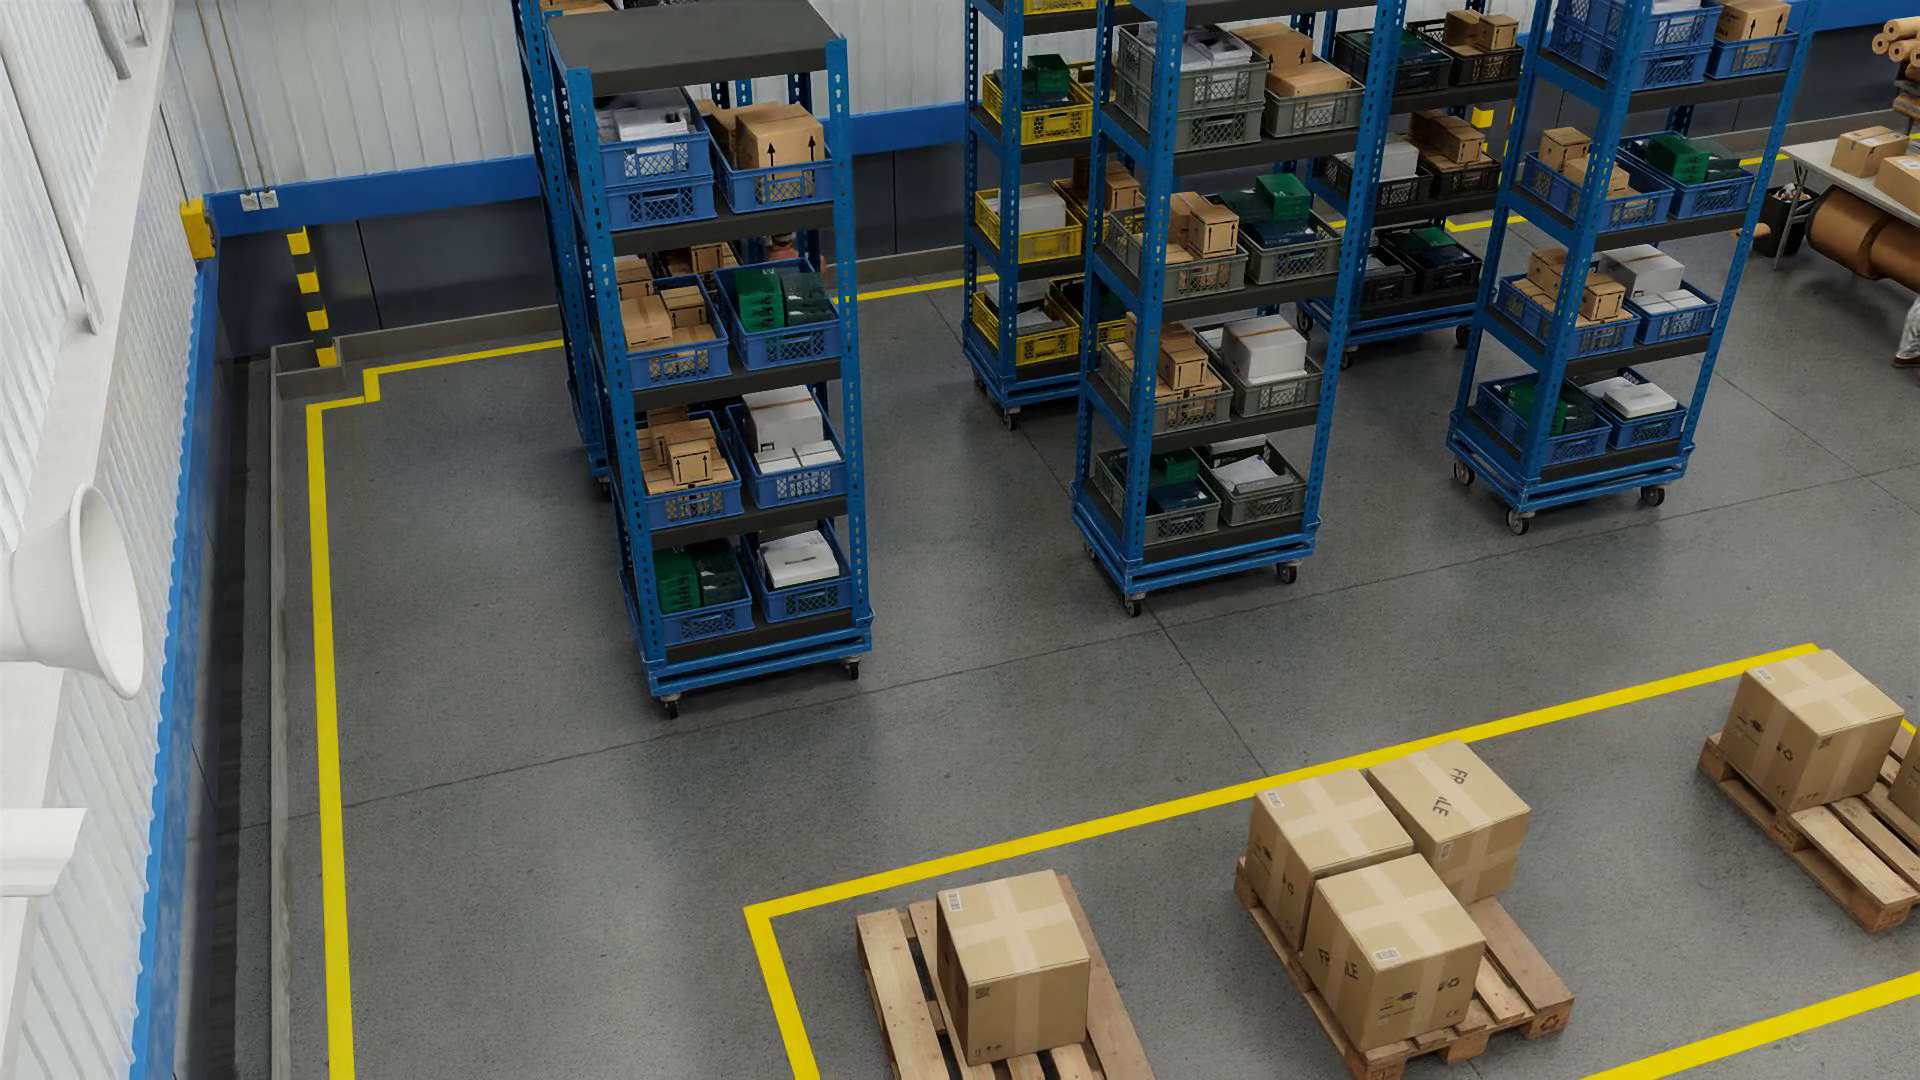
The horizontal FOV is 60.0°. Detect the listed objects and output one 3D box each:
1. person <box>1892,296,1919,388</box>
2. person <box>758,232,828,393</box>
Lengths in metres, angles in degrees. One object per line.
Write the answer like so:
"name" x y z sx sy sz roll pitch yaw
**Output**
"person" 6.901 -1.968 11.395 0.369 1.932 0.628 -5 36 -8
"person" -1.064 -1.146 10.186 0.629 1.980 0.410 -28 44 -34
